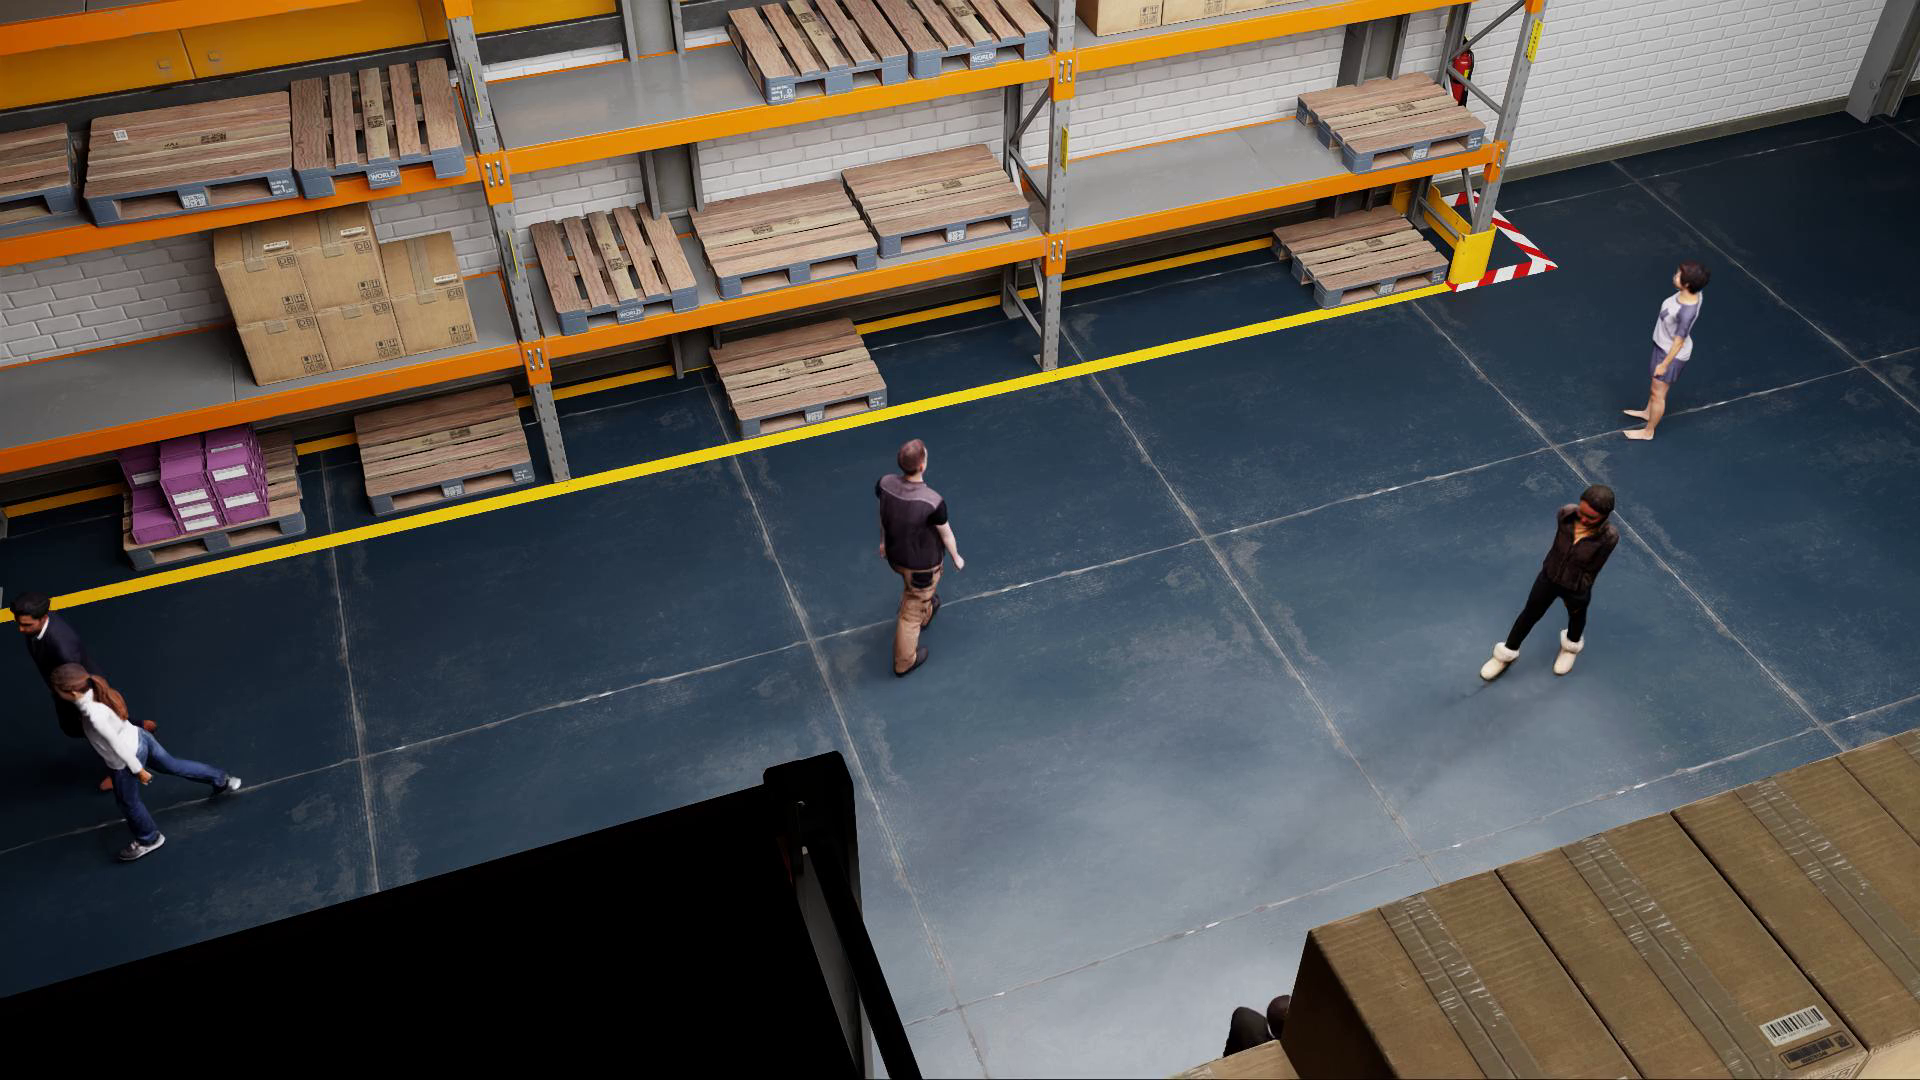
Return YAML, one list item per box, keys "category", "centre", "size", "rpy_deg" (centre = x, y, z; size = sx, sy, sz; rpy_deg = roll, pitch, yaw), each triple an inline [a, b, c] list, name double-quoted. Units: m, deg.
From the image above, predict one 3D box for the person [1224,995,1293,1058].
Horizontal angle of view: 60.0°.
- category: "person"
  centre: [1.358, 2.766, 7.957]
  size: [0.967, 1.784, 0.857]
  rpy_deg: [-31, 51, -28]

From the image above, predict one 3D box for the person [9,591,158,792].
- category: "person"
  centre: [-5.200, 0.866, 10.009]
  size: [0.806, 1.705, 0.864]
  rpy_deg: [32, 52, 29]

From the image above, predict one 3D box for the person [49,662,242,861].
- category: "person"
  centre: [-4.805, 1.221, 9.765]
  size: [1.011, 1.528, 0.608]
  rpy_deg: [-16, 46, -16]

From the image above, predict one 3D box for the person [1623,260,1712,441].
- category: "person"
  centre: [5.358, -1.443, 12.533]
  size: [0.701, 1.566, 0.651]
  rpy_deg: [15, 46, 16]

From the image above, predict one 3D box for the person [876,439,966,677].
- category: "person"
  centre: [-0.357, 0.160, 10.670]
  size: [0.954, 1.815, 1.072]
  rpy_deg: [32, 52, 29]

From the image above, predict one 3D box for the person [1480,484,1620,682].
- category: "person"
  centre: [3.792, 0.331, 10.611]
  size: [1.015, 1.649, 0.827]
  rpy_deg: [-27, 50, -25]
